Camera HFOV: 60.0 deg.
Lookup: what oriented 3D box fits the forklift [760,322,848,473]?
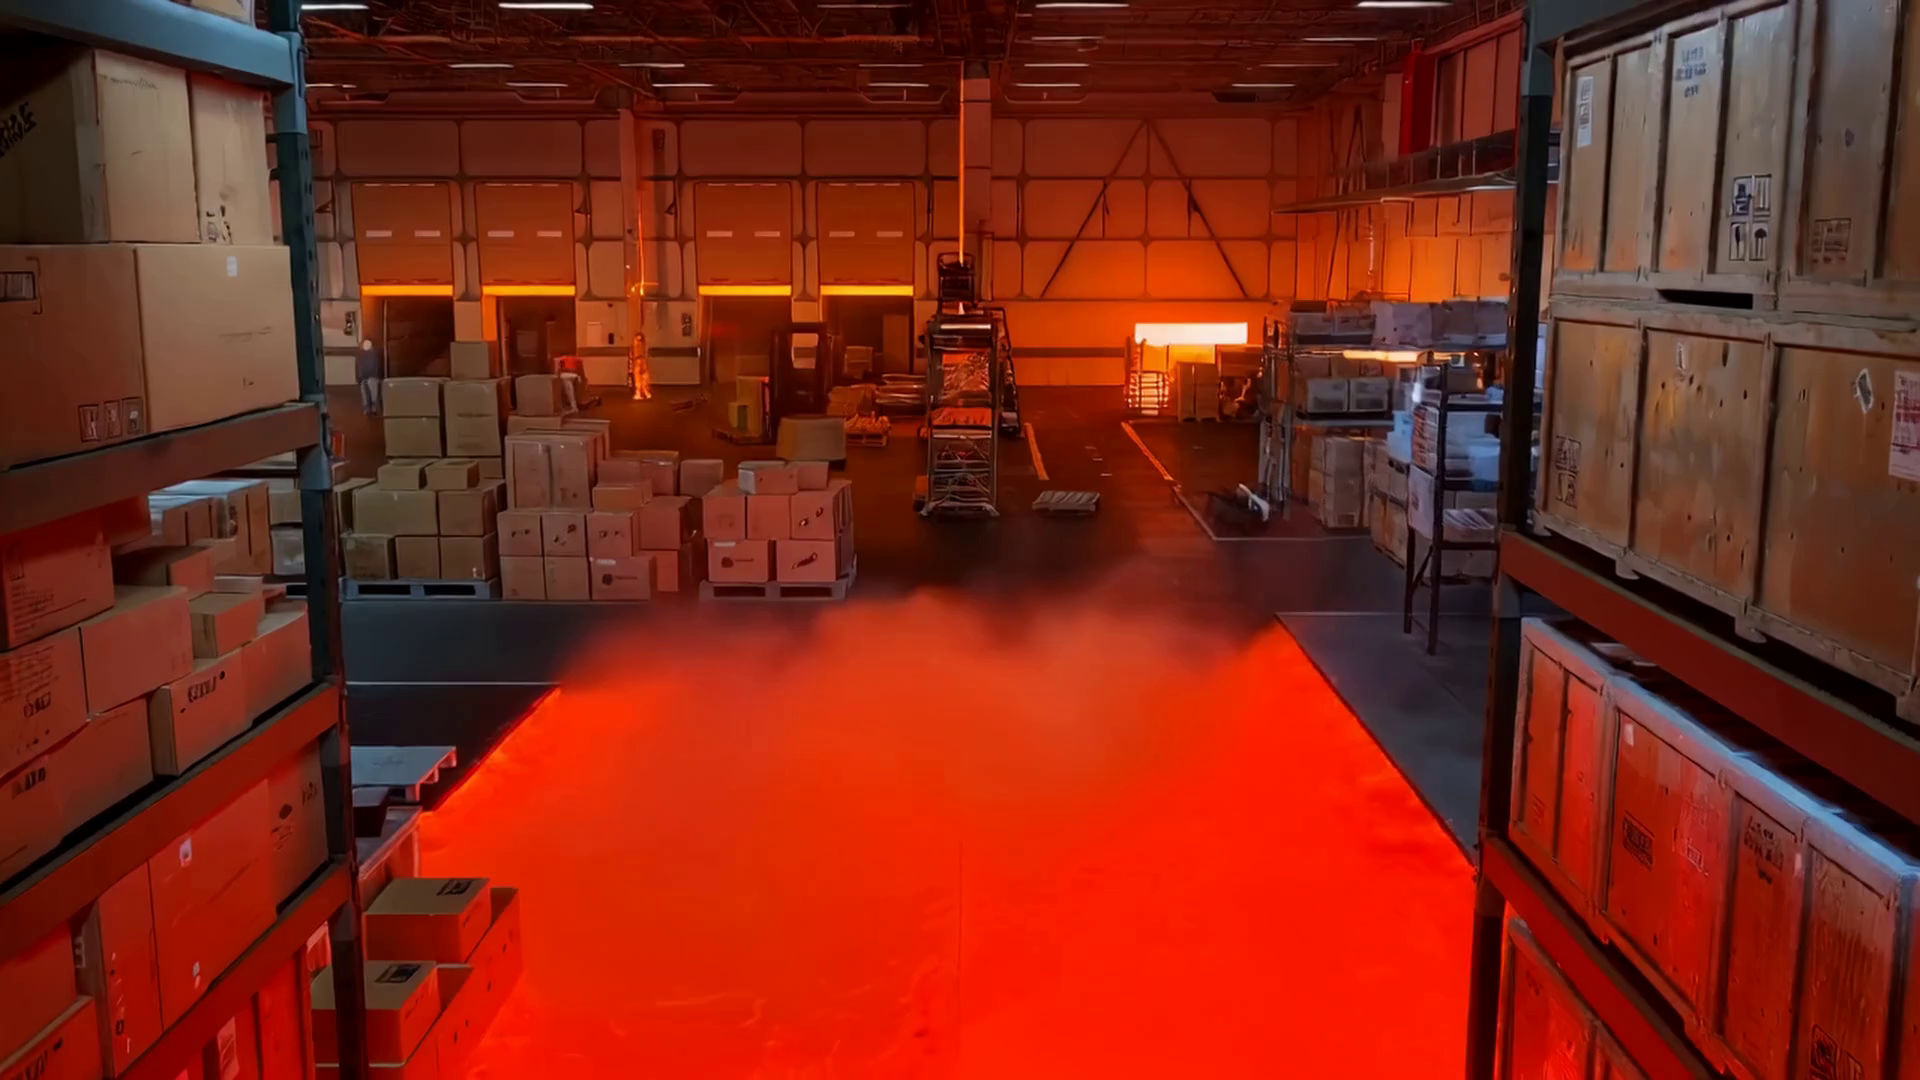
[{"bbox_3d":[-2.942,-2.700,31.278,1.129,2.768,1.873,-5,11,-26],"label":"forklift"}]

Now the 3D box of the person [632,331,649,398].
[{"bbox_3d":[-9.072,-4.969,47.131,0.545,1.927,0.390,5,11,28],"label":"person"}]

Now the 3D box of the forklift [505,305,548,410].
[{"bbox_3d":[-10.736,-4.433,41.277,1.129,2.768,1.873,0,10,1],"label":"forklift"}]

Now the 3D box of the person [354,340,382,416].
[{"bbox_3d":[-14.962,-4.081,42.025,0.691,1.918,0.515,-4,11,-21],"label":"person"}]

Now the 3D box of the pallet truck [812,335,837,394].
[{"bbox_3d":[-3.021,-4.312,43.126,1.885,1.965,0.823,3,10,17],"label":"pallet truck"}]

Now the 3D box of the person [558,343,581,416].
[{"bbox_3d":[-9.851,-4.027,41.848,0.565,1.867,0.611,10,14,44],"label":"person"}]
